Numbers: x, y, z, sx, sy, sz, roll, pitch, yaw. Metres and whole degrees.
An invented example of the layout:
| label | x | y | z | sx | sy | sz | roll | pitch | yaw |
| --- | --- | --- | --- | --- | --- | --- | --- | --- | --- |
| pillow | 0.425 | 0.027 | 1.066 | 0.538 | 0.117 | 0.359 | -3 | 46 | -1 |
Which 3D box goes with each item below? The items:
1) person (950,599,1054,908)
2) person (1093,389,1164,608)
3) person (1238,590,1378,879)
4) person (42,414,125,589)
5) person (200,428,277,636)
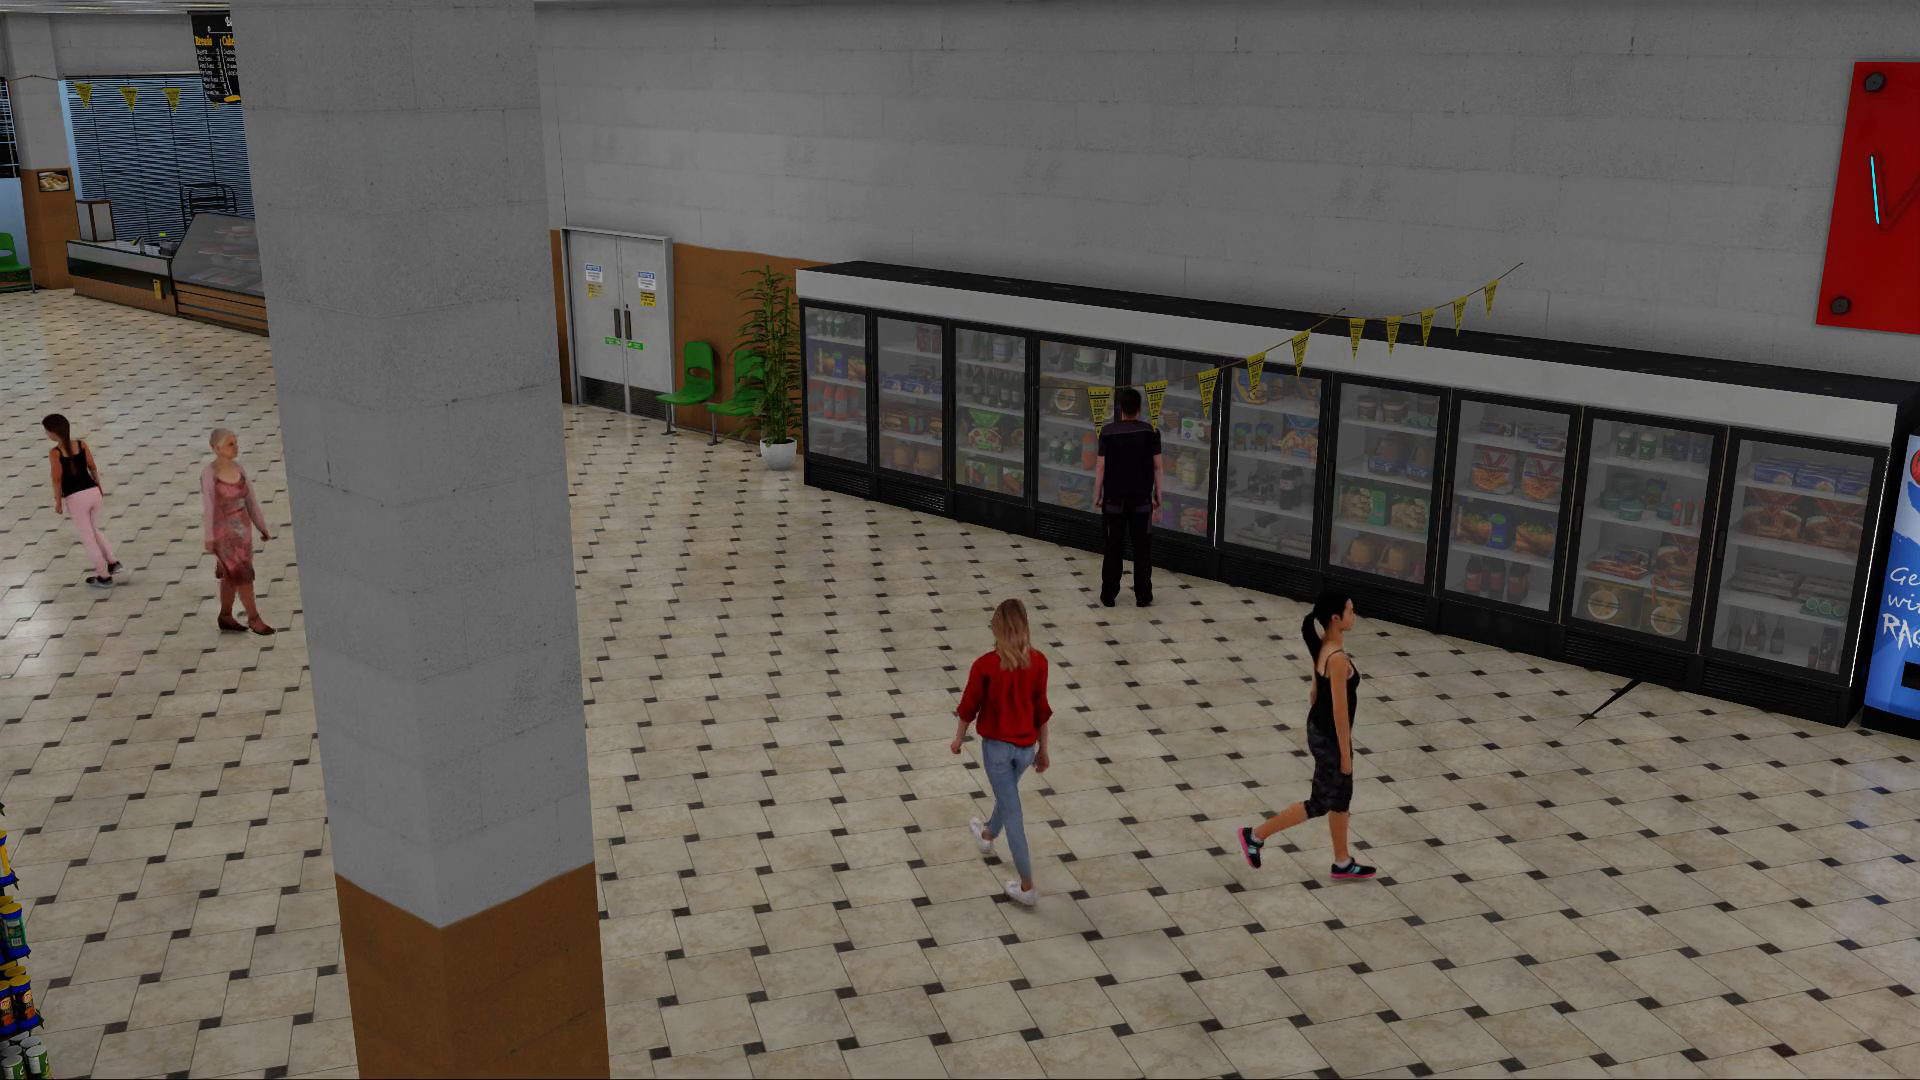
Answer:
| label | x | y | z | sx | sy | sz | roll | pitch | yaw |
| --- | --- | --- | --- | --- | --- | --- | --- | --- | --- |
| person | 0.306 | 1.199 | 9.068 | 1.116 | 1.654 | 0.975 | -9 | 19 | -27 |
| person | 1.397 | -0.349 | 13.836 | 0.811 | 1.846 | 0.824 | 1 | 17 | 4 |
| person | 1.958 | 1.121 | 9.231 | 1.032 | 1.707 | 1.031 | 0 | 17 | 0 |
| person | -7.514 | -0.333 | 14.304 | 0.708 | 1.543 | 0.608 | 10 | 20 | 30 |
| person | -5.855 | -0.057 | 13.176 | 0.884 | 1.670 | 0.883 | 5 | 17 | 15 |
